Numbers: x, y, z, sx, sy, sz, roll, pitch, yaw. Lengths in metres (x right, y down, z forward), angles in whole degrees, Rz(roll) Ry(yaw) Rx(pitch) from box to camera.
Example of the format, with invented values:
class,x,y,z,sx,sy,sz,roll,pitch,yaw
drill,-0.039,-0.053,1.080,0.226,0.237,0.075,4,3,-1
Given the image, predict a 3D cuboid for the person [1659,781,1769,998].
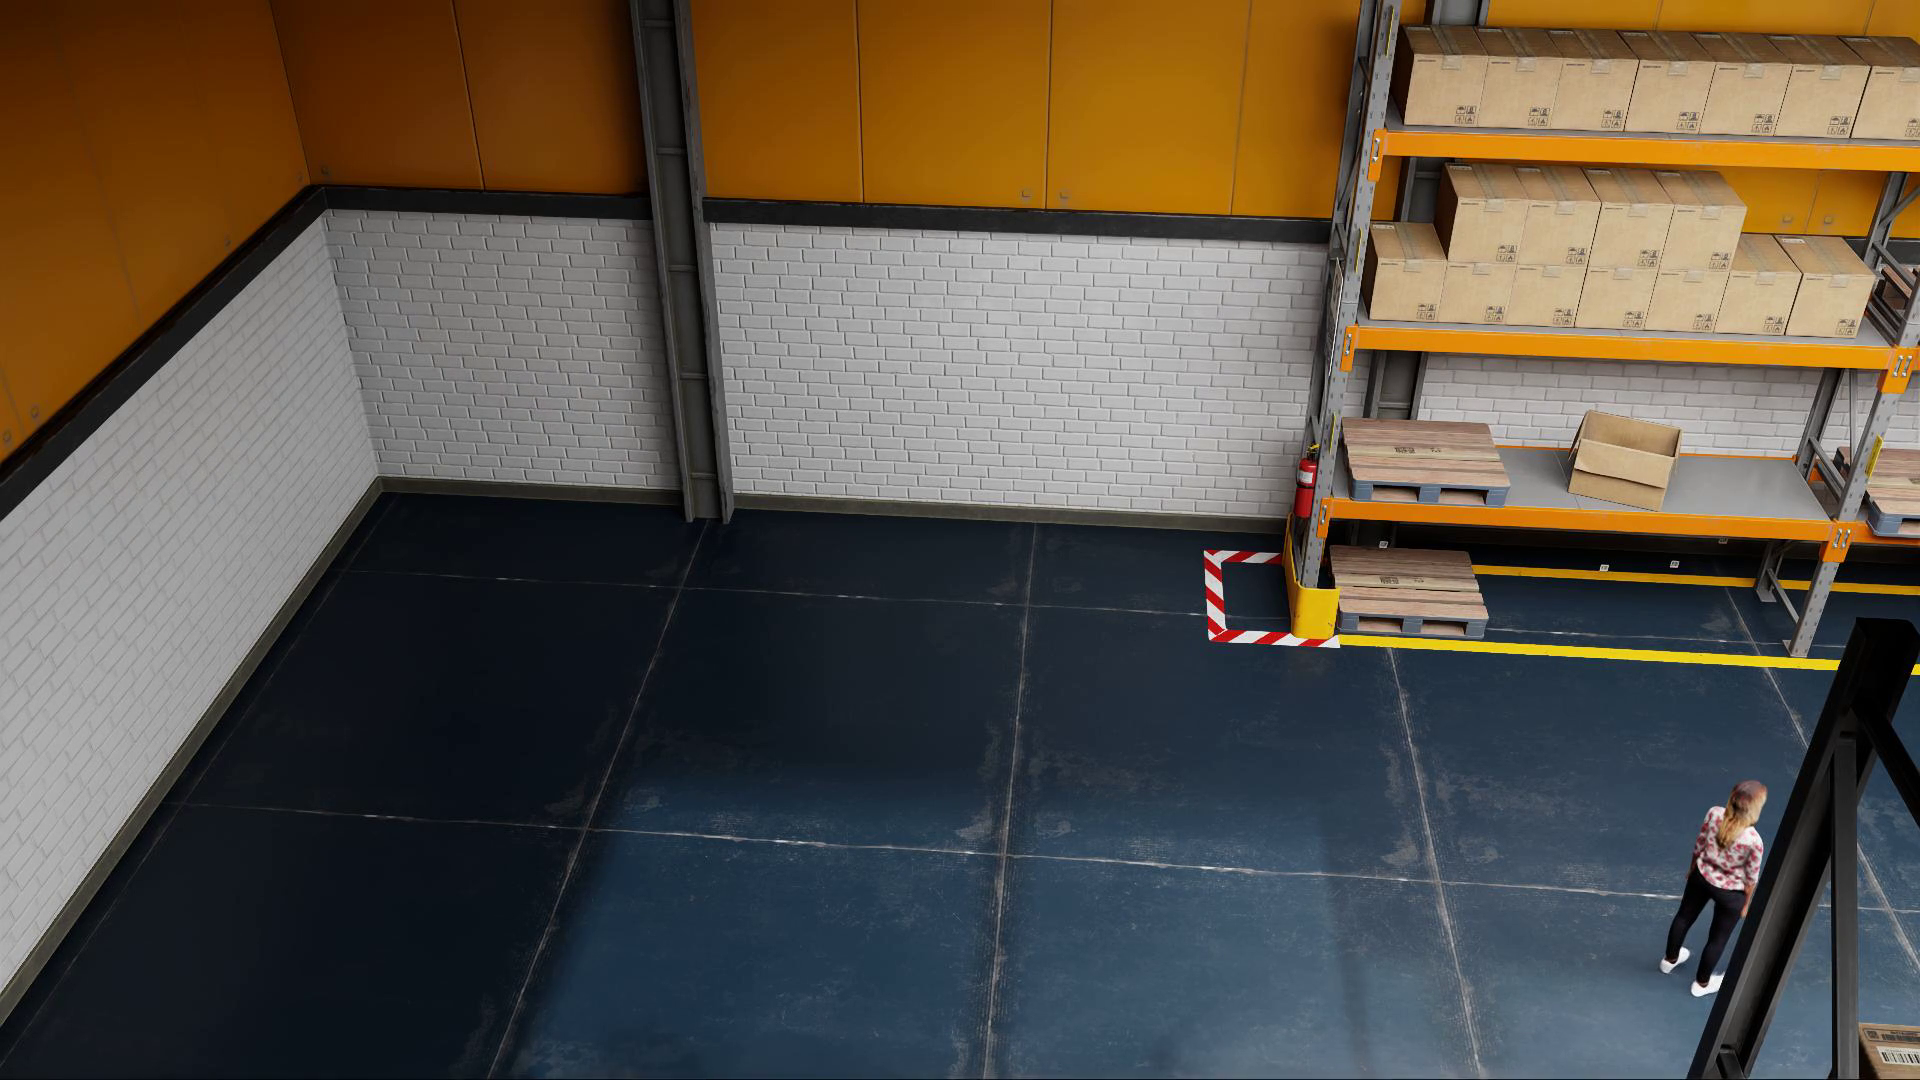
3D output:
class,x,y,z,sx,sy,sz,roll,pitch,yaw
person,4.696,2.134,10.311,0.678,1.631,0.653,-18,38,-25
